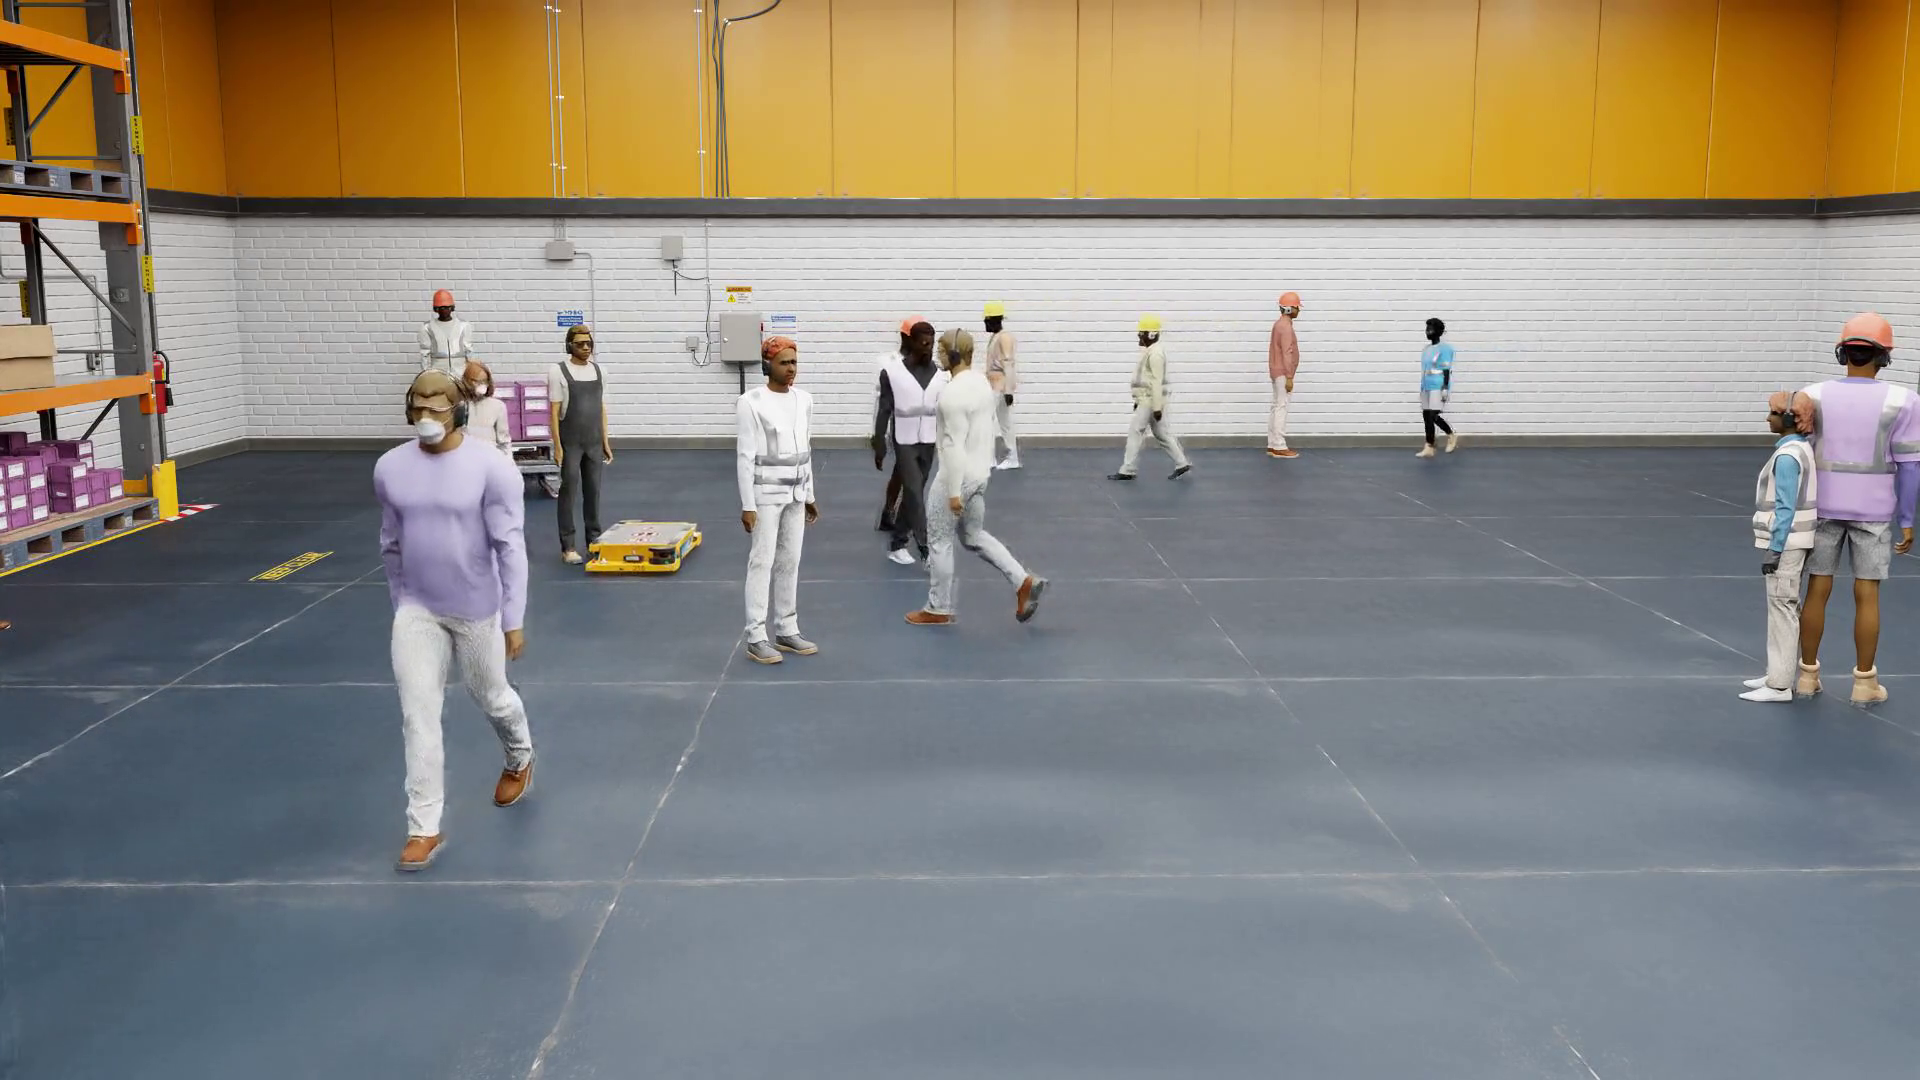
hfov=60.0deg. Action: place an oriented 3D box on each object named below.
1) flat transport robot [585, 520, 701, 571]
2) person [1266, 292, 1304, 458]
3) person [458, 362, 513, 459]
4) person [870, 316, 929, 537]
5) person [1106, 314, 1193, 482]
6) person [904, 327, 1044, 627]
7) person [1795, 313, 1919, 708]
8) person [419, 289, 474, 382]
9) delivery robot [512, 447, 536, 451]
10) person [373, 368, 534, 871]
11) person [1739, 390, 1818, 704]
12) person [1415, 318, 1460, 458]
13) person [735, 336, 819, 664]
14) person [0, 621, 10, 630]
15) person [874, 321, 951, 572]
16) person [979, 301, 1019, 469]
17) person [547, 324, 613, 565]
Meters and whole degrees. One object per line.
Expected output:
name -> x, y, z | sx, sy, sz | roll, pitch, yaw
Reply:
flat transport robot -> -2.435, 0.035, 12.906 | 0.652, 0.197, 1.431 | 0, 9, -1
person -> 3.921, -1.988, 20.042 | 0.396, 1.992, 0.619 | 0, 9, -1
person -> -3.586, -0.527, 12.350 | 0.521, 1.579, 0.865 | -7, 11, -35
person -> -0.415, -0.946, 14.025 | 0.891, 1.868, 0.605 | 7, 11, 36
person -> 2.054, -1.500, 17.656 | 0.902, 1.798, 0.583 | 1, 9, 8
person -> 0.076, -0.377, 10.428 | 0.818, 1.915, 0.634 | 4, 10, 24
person -> 4.645, -0.156, 8.669 | 0.615, 2.039, 0.390 | 7, 12, 39
person -> -6.082, -1.959, 19.777 | 0.611, 2.031, 0.417 | -4, 10, -24
delivery robot -> -4.808, -0.948, 17.780 | 0.707, 0.478, 0.477 | -6, 11, -34
person -> -1.979, 0.256, 6.616 | 0.638, 1.900, 1.001 | 1, 9, 8
person -> 4.313, 0.036, 8.717 | 0.309, 1.641, 0.515 | 5, 11, 30
person -> 5.698, -1.806, 19.849 | 0.430, 1.684, 0.545 | -3, 10, -18
person -> -1.052, -0.238, 9.653 | 0.337, 1.882, 0.585 | 7, 12, 38
person -> -6.247, -0.330, 10.281 | 0.512, 1.865, 0.329 | 1, 9, 3
person -> -0.272, -0.696, 12.500 | 0.604, 1.861, 1.016 | -6, 11, -32
person -> 0.359, -1.719, 18.677 | 0.736, 1.898, 0.612 | -2, 9, -11
person -> -2.924, -0.739, 12.848 | 0.340, 1.845, 0.512 | 9, 13, 44
